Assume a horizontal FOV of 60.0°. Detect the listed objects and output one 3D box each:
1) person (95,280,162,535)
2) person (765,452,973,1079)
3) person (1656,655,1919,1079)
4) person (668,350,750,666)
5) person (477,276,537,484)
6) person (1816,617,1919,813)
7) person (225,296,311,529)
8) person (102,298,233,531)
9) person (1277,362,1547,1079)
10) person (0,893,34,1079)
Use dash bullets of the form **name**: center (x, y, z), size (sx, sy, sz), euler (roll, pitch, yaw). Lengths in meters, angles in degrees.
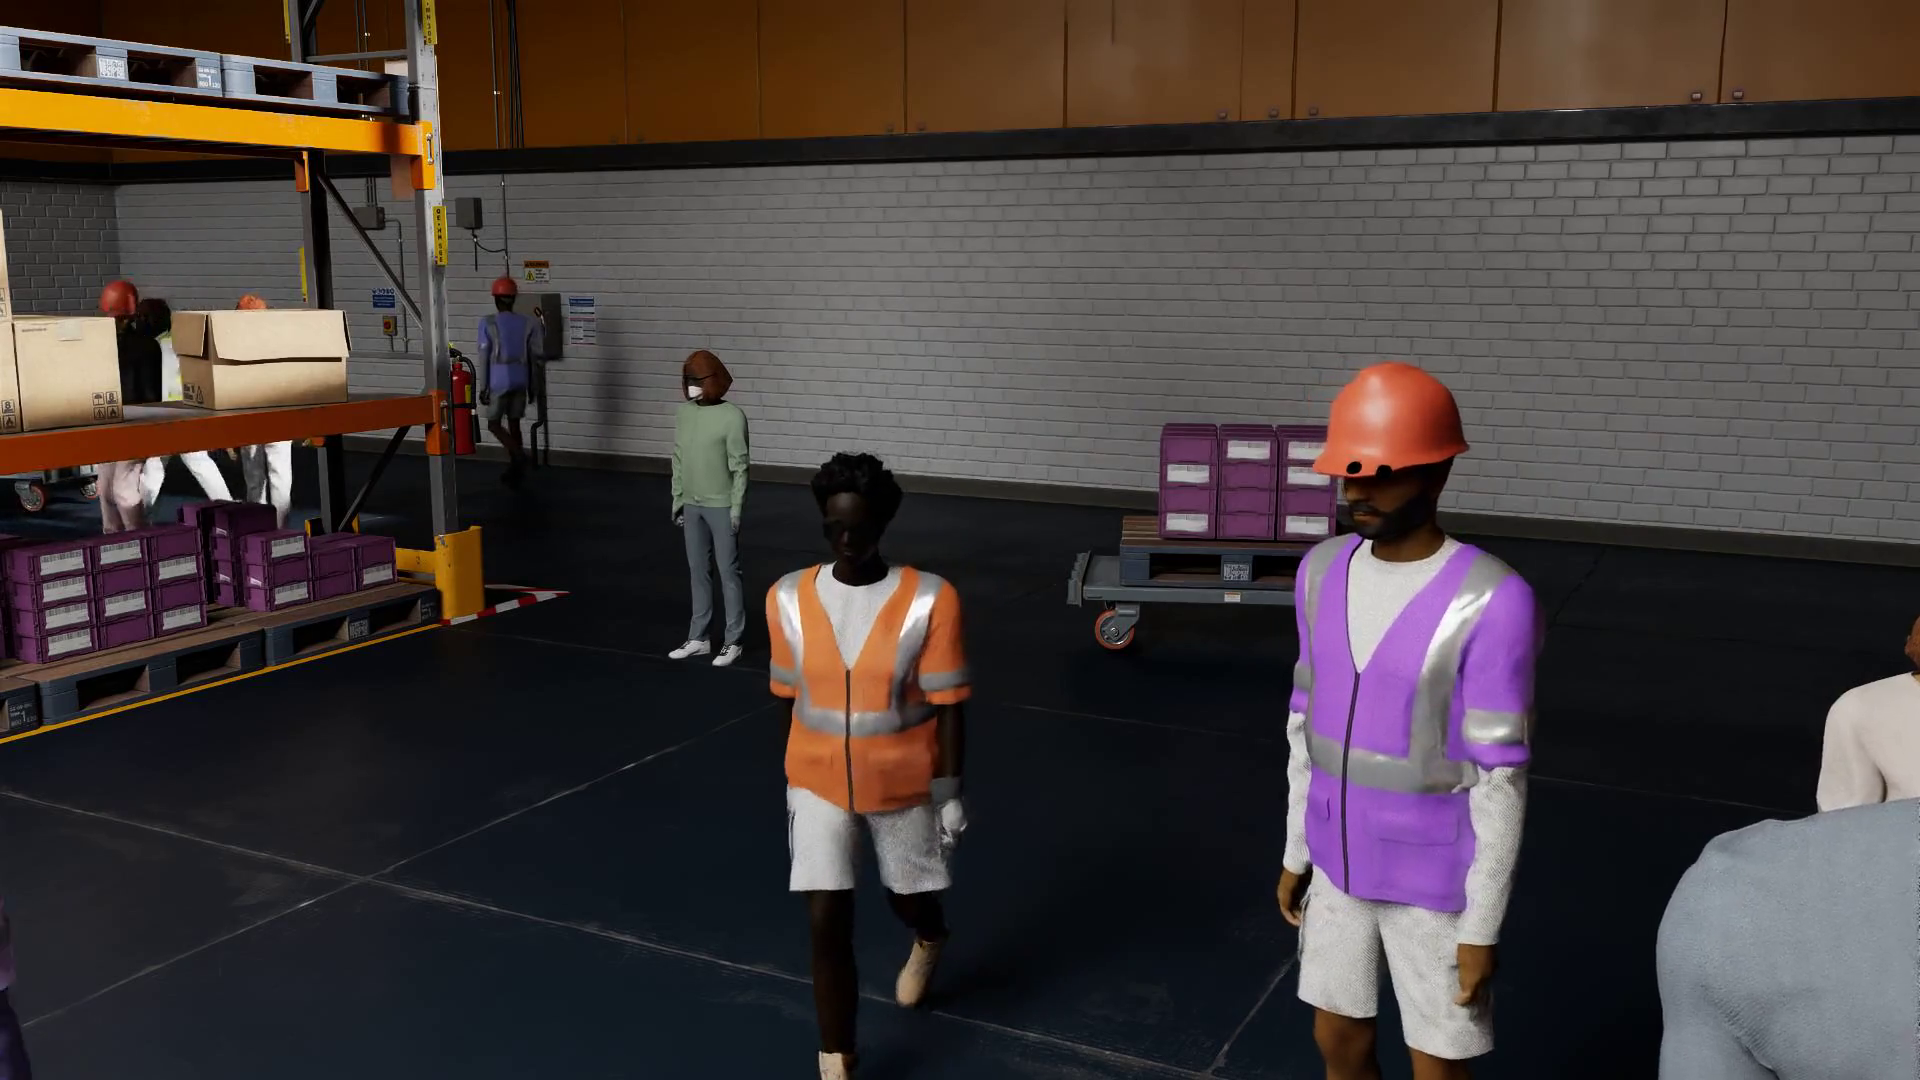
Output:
- **person**: center (-5.463, -0.709, 10.871), size (0.652, 1.949, 0.417), euler (4, 11, 24)
- **person**: center (-0.210, 0.584, 4.210), size (0.528, 1.667, 0.788), euler (2, 10, 11)
- **person**: center (0.943, 0.907, 1.530), size (0.629, 1.936, 0.374), euler (4, 11, 22)
- **person**: center (-1.301, -0.163, 8.614), size (0.499, 1.626, 0.280), euler (7, 12, 35)
- **person**: center (-4.089, -1.434, 15.129), size (0.556, 1.917, 0.601), euler (-8, 13, -39)
- **person**: center (1.831, 0.797, 3.073), size (0.499, 1.626, 0.281), euler (3, 10, 15)
- **person**: center (-4.801, -0.756, 11.460), size (0.580, 1.845, 0.964), euler (-3, 10, -17)
- **person**: center (-5.952, -0.917, 12.536), size (0.957, 1.796, 0.628), euler (-6, 12, -32)
- **person**: center (0.816, 0.624, 3.187), size (0.393, 1.928, 0.547), euler (-7, 12, -35)
- **person**: center (-1.317, 0.823, 1.761), size (0.633, 2.018, 0.741), euler (-7, 12, -35)
